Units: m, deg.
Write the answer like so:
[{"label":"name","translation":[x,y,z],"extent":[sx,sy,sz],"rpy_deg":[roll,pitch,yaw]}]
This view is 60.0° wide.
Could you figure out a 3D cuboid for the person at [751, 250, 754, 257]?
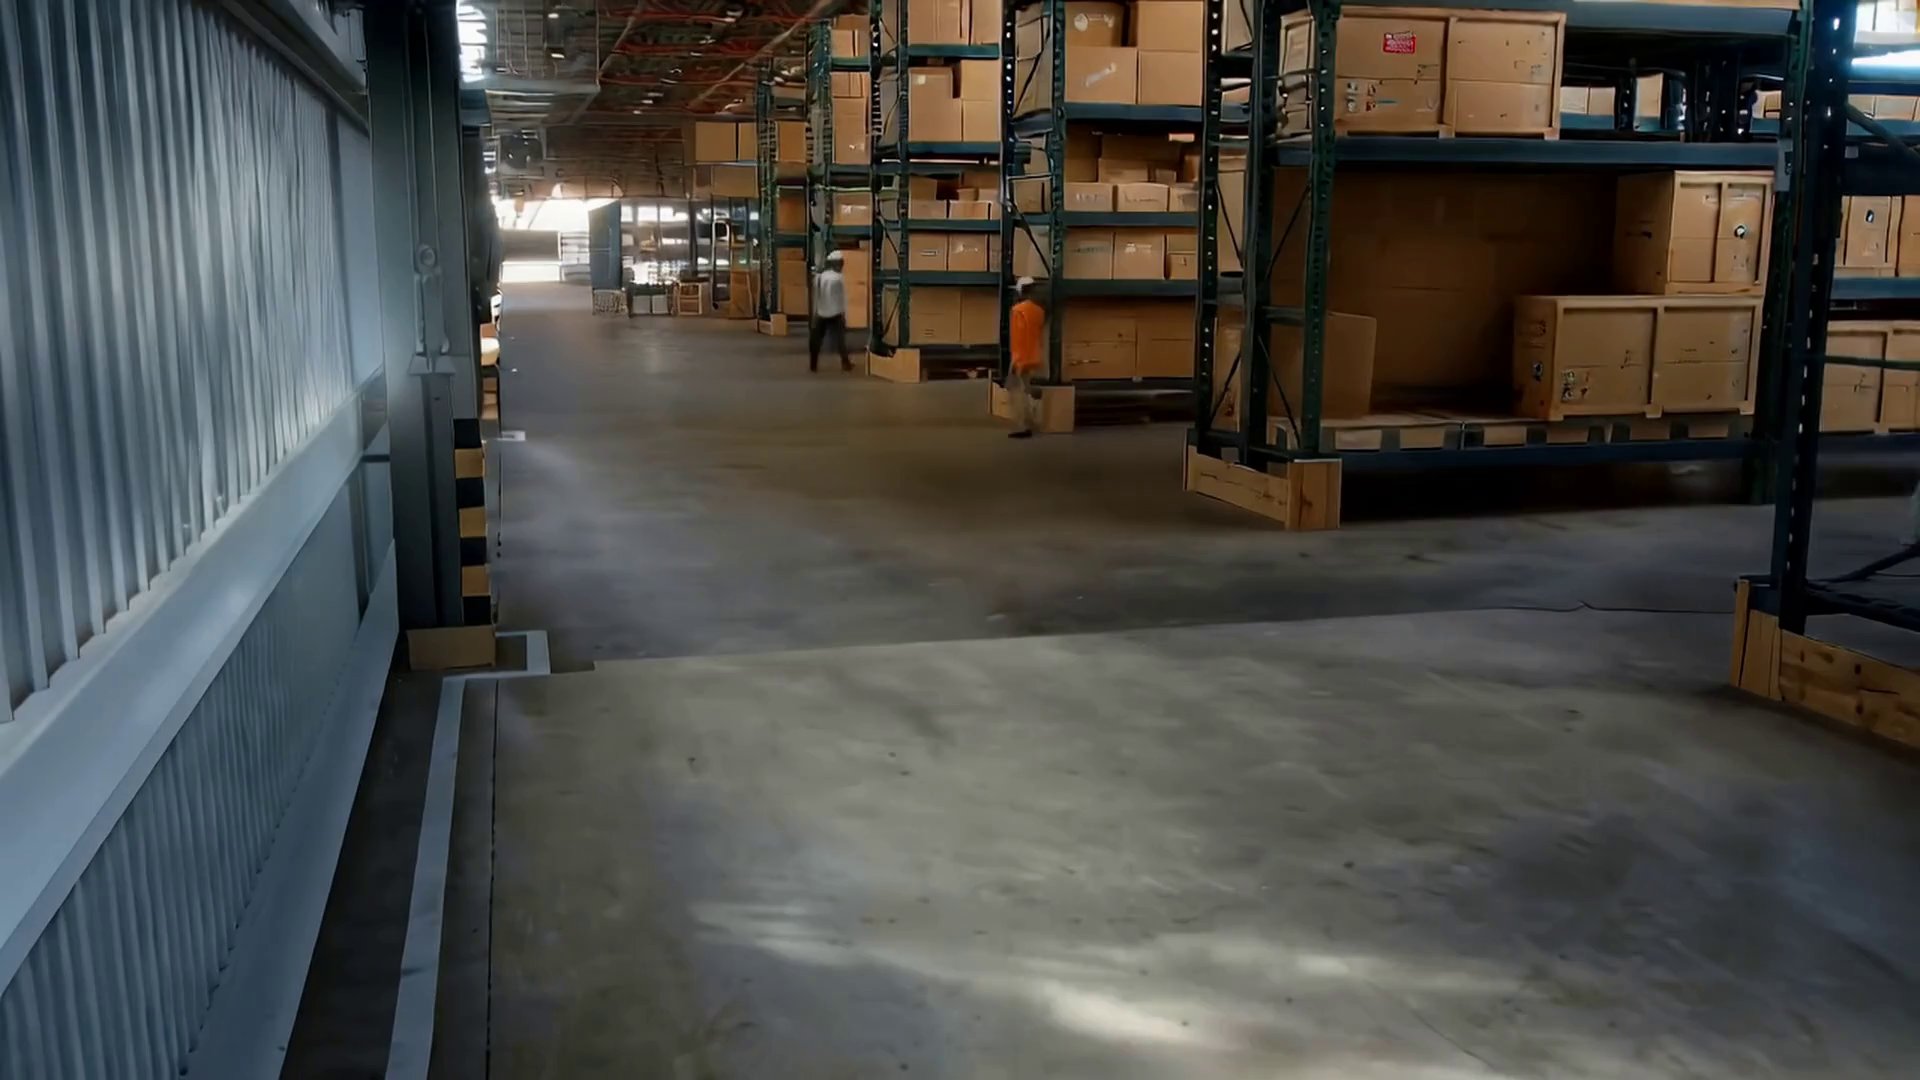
[{"label":"person","translation":[-9.124,-11.893,73.659],"extent":[0.566,1.841,0.390],"rpy_deg":[-2,10,-14]}]

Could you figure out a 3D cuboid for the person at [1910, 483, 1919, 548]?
[{"label":"person","translation":[6.652,-0.709,10.934],"extent":[0.674,1.614,0.540],"rpy_deg":[1,10,3]}]

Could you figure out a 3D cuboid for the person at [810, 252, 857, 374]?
[{"label":"person","translation":[-2.040,-3.629,26.605],"extent":[0.694,1.925,0.970],"rpy_deg":[8,12,36]}]

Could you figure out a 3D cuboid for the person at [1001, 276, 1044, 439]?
[{"label":"person","translation":[0.662,-1.916,17.521],"extent":[0.391,1.708,0.619],"rpy_deg":[6,12,29]}]
